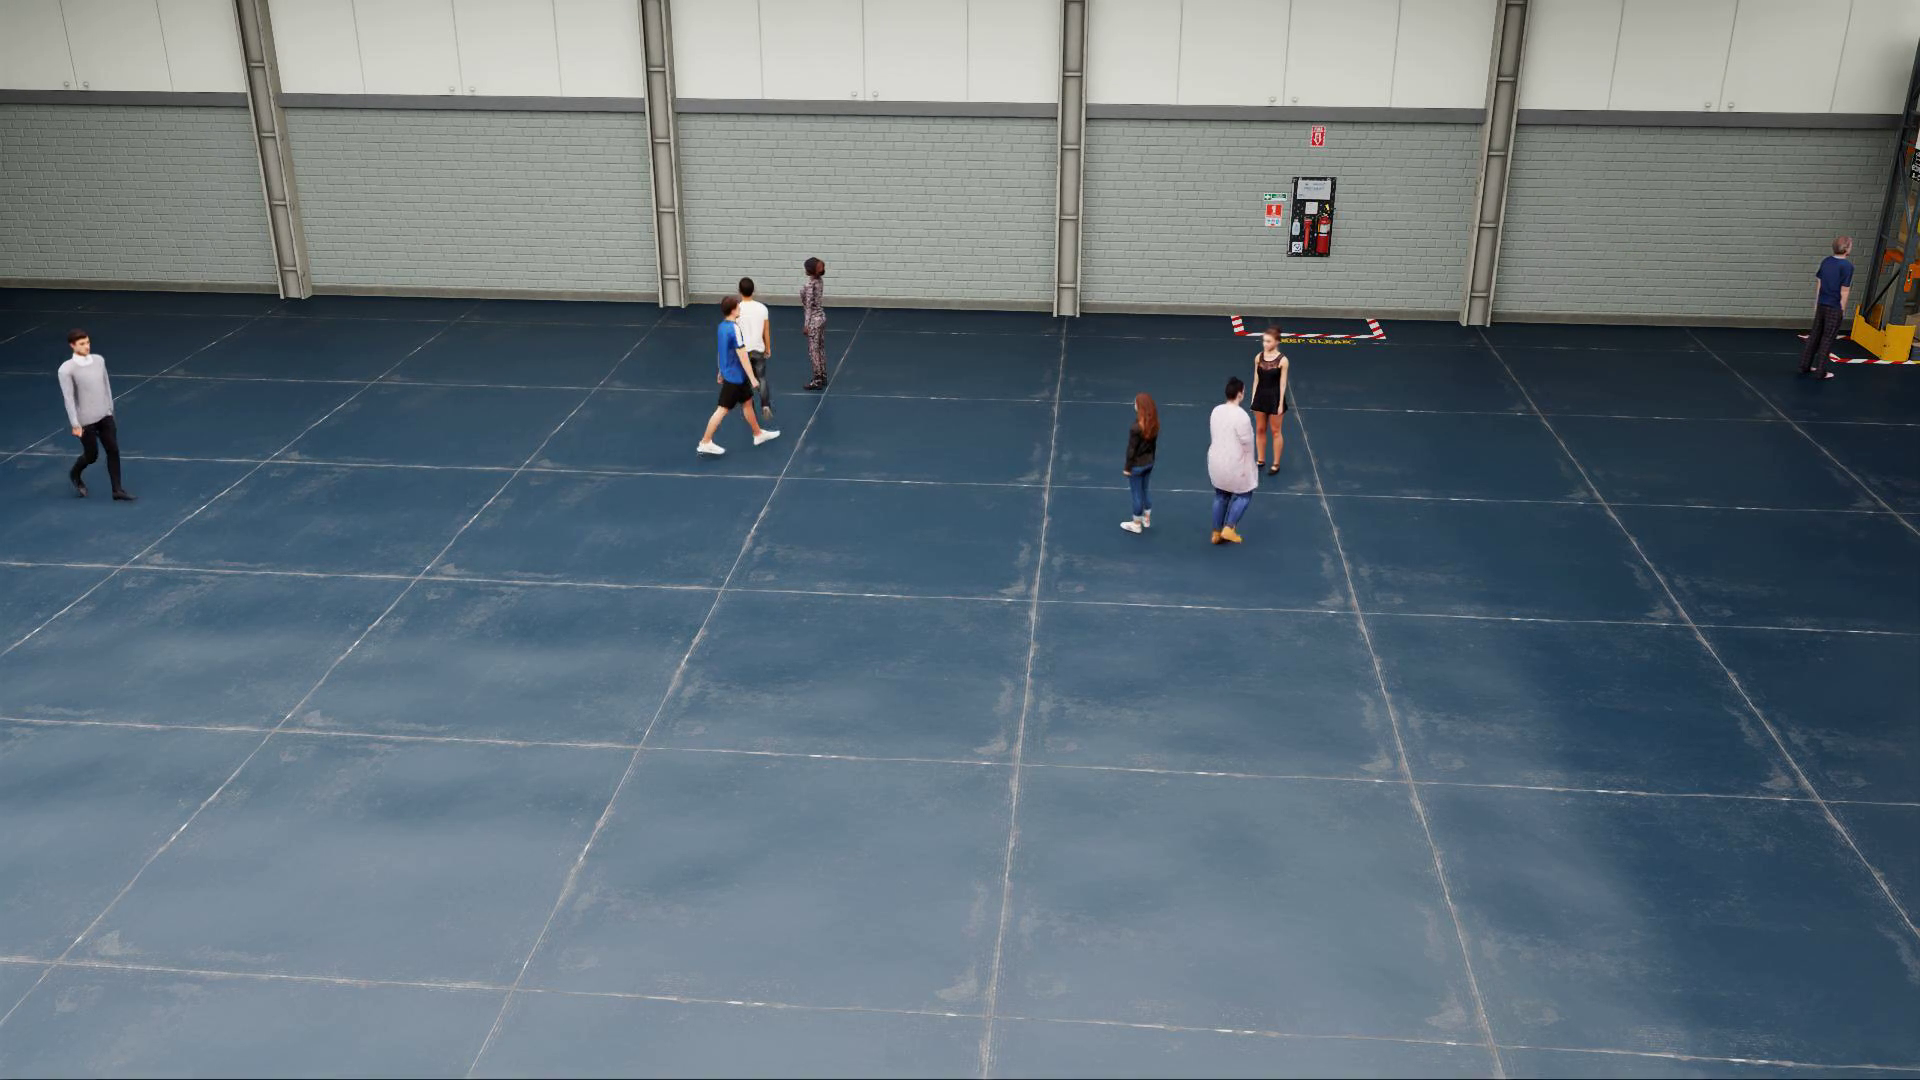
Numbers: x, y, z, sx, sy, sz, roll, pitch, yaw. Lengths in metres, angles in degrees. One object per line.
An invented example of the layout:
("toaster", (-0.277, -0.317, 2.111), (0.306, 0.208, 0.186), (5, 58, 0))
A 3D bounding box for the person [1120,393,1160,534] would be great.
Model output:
("person", (1.847, -0.786, 16.947), (0.711, 1.482, 0.664), (21, 30, 39))

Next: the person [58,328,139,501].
("person", (-9.282, -1.321, 17.668), (1.149, 1.903, 0.944), (10, 25, 22))

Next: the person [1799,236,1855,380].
("person", (11.396, -3.055, 21.787), (0.673, 1.870, 0.719), (-7, 24, -15))

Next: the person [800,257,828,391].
("person", (-1.861, -2.789, 21.357), (0.633, 1.717, 0.630), (8, 24, 18))

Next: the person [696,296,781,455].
("person", (-2.676, -1.840, 18.993), (1.354, 1.821, 1.092), (-11, 25, -24))

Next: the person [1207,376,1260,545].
("person", (2.615, -0.759, 16.568), (0.905, 1.728, 0.863), (-13, 26, -28))

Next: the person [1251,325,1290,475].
("person", (3.459, -1.569, 18.537), (0.669, 1.679, 0.750), (19, 29, 37))

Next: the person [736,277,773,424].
("person", (-2.501, -2.239, 19.970), (0.906, 1.791, 0.920), (-10, 25, -23))
